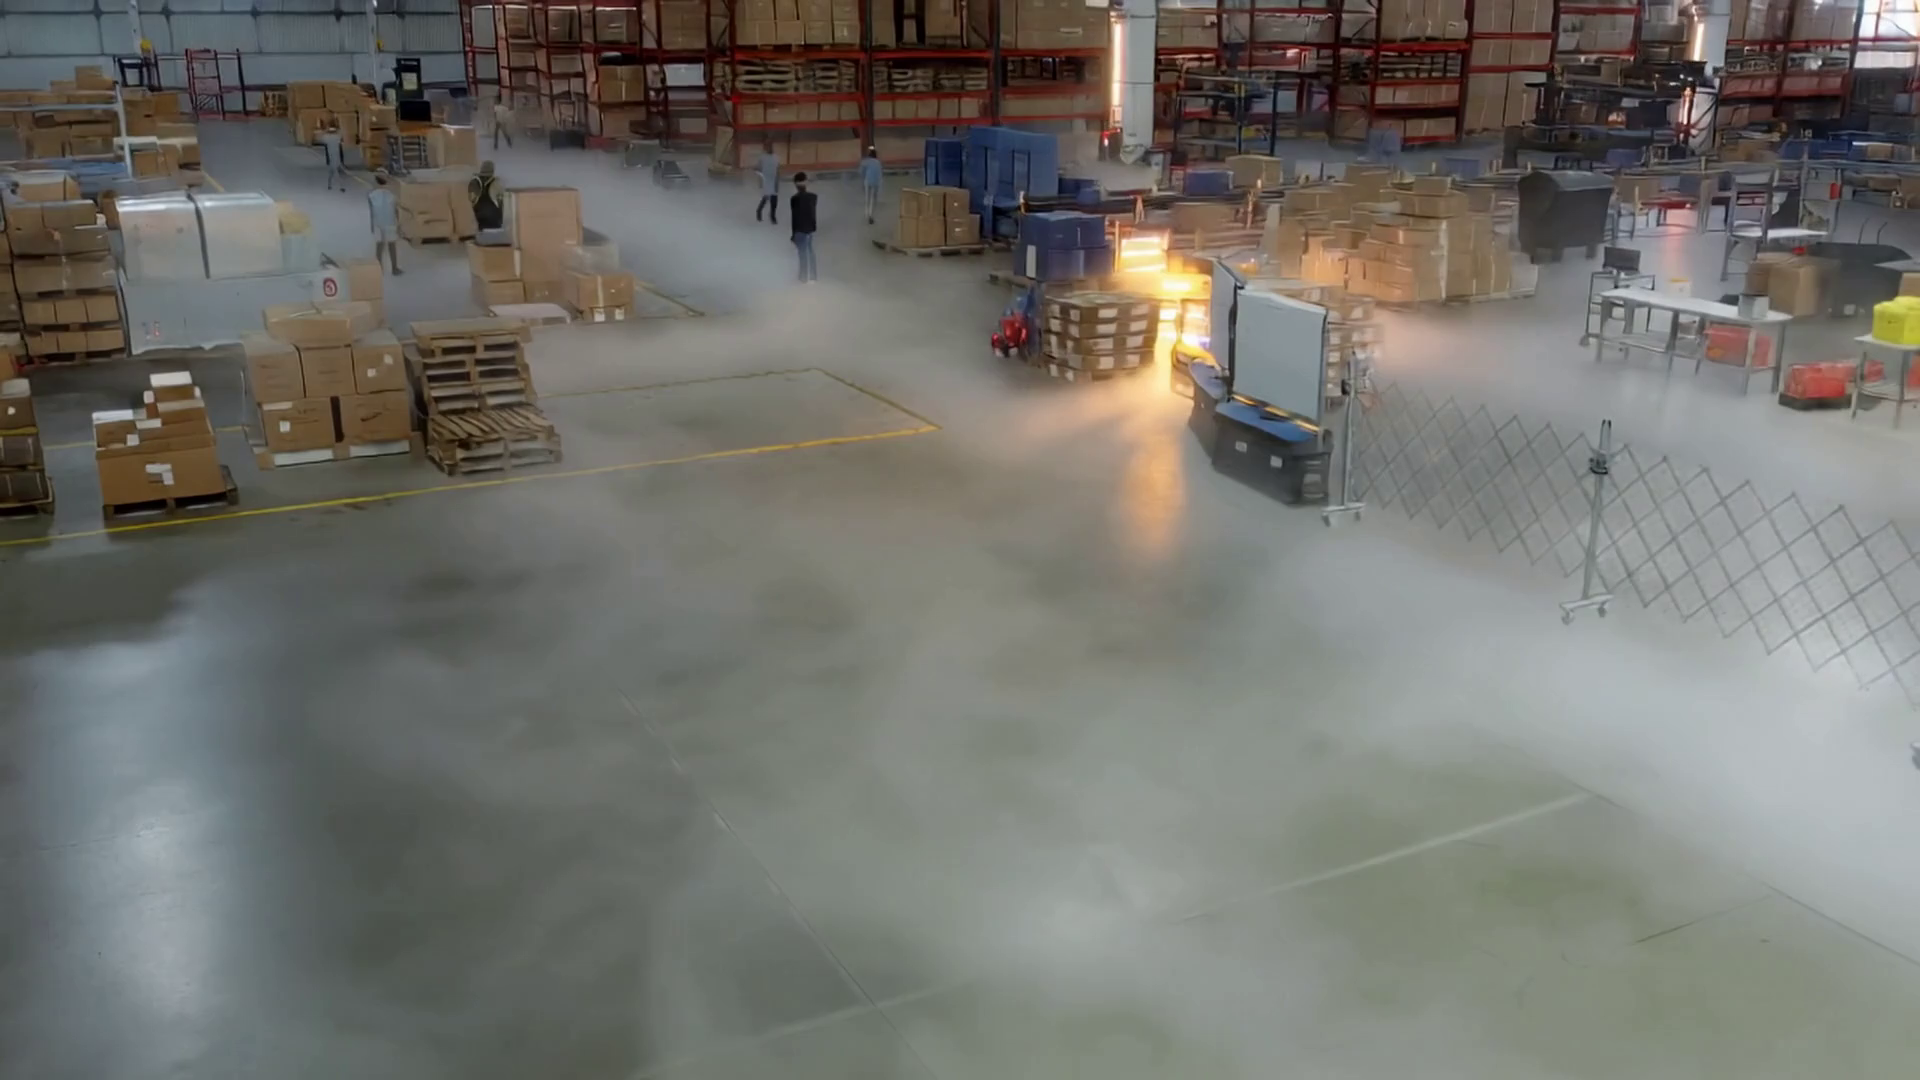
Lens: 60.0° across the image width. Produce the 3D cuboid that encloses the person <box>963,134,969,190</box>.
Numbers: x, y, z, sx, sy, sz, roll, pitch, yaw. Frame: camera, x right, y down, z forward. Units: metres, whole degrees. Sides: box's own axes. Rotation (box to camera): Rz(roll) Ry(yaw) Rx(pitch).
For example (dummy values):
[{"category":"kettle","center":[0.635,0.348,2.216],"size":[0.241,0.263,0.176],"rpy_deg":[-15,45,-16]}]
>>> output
[{"category":"person","center":[0.267,-9.597,42.721],"size":[0.852,1.663,0.541],"rpy_deg":[-16,24,-41]}]

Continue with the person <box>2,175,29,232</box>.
[{"category":"person","center":[-17.011,-5.643,30.056],"size":[0.526,1.869,0.315],"rpy_deg":[-11,21,-30]}]

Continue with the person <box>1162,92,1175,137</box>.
[{"category":"person","center":[7.886,-16.193,63.252],"size":[0.533,1.676,0.704],"rpy_deg":[-7,19,-21]}]

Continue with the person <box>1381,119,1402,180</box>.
[{"category":"person","center":[11.626,-10.351,44.746],"size":[0.651,1.857,0.954],"rpy_deg":[-3,18,-11]}]

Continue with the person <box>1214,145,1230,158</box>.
[{"category":"person","center":[7.285,-10.780,46.381],"size":[0.512,1.682,0.540],"rpy_deg":[-13,22,-36]}]

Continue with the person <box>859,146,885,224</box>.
[{"category":"person","center":[-2.002,-8.142,38.086],"size":[0.546,1.729,0.875],"rpy_deg":[4,18,12]}]

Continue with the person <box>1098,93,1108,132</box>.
[{"category":"person","center":[5.486,-16.568,63.875],"size":[0.616,2.029,0.598],"rpy_deg":[-15,23,-39]}]

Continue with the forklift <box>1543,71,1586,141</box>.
[{"category":"forklift","center":[18.685,-13.231,52.085],"size":[1.873,2.768,1.129],"rpy_deg":[-9,20,-26]}]

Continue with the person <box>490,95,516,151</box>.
[{"category":"person","center":[-15.663,-14.201,56.724],"size":[0.917,1.890,0.606],"rpy_deg":[7,19,21]}]

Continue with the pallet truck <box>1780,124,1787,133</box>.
[{"category":"pallet truck","center":[25.206,-12.542,52.601],"size":[1.601,1.201,0.680],"rpy_deg":[0,18,-2]}]

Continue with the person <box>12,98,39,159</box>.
[{"category":"person","center":[-30.563,-13.456,54.381],"size":[0.656,1.893,0.985],"rpy_deg":[-6,19,-18]}]

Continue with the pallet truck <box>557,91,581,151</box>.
[{"category":"pallet truck","center":[-13.495,-14.412,57.188],"size":[0.823,1.965,1.885],"rpy_deg":[-3,18,-9]}]

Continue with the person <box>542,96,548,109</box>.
[{"category":"person","center":[-16.778,-17.561,67.582],"size":[0.521,1.638,0.311],"rpy_deg":[7,19,22]}]

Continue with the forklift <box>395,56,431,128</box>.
[{"category":"forklift","center":[-22.359,-18.242,67.707],"size":[1.129,2.768,1.873],"rpy_deg":[-9,20,-26]}]

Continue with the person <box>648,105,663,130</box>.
[{"category":"person","center":[-11.543,-15.940,62.252],"size":[0.889,1.802,0.663],"rpy_deg":[-8,19,-23]}]

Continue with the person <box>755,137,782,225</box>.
[{"category":"person","center":[-4.367,-8.155,37.753],"size":[0.609,1.954,0.526],"rpy_deg":[-12,21,-33]}]

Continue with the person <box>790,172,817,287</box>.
[{"category":"person","center":[-2.758,-5.455,29.267],"size":[0.379,1.996,0.608],"rpy_deg":[13,22,35]}]

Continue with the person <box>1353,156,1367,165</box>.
[{"category":"person","center":[8.487,-7.253,35.249],"size":[0.485,1.751,0.544],"rpy_deg":[-5,19,-16]}]

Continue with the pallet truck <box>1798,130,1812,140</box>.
[{"category":"pallet truck","center":[25.526,-11.556,49.408],"size":[1.630,1.274,0.653],"rpy_deg":[-9,20,-26]}]

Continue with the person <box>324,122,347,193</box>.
[{"category":"person","center":[-16.722,-10.215,44.368],"size":[0.518,1.845,0.797],"rpy_deg":[-17,24,-42]}]

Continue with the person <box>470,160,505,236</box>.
[{"category":"person","center":[-8.942,-6.240,31.642],"size":[0.680,2.000,1.022],"rpy_deg":[0,18,1]}]

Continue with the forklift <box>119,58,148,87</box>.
[{"category":"forklift","center":[-32.353,-17.503,65.400],"size":[1.129,2.768,1.873],"rpy_deg":[-9,20,-26]}]

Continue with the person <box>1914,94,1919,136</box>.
[{"category":"person","center":[36.970,-16.492,63.749],"size":[0.613,1.949,0.380],"rpy_deg":[0,18,0]}]

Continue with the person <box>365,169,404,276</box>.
[{"category":"person","center":[-10.548,-5.807,30.457],"size":[0.543,1.938,0.356],"rpy_deg":[1,18,3]}]

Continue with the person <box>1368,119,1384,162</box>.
[{"category":"person","center":[12.248,-11.619,49.094],"size":[0.501,1.621,0.427],"rpy_deg":[-9,20,-27]}]

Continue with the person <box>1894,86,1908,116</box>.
[{"category":"person","center":[37.440,-17.156,66.149],"size":[0.673,1.748,0.534],"rpy_deg":[-8,19,-23]}]
